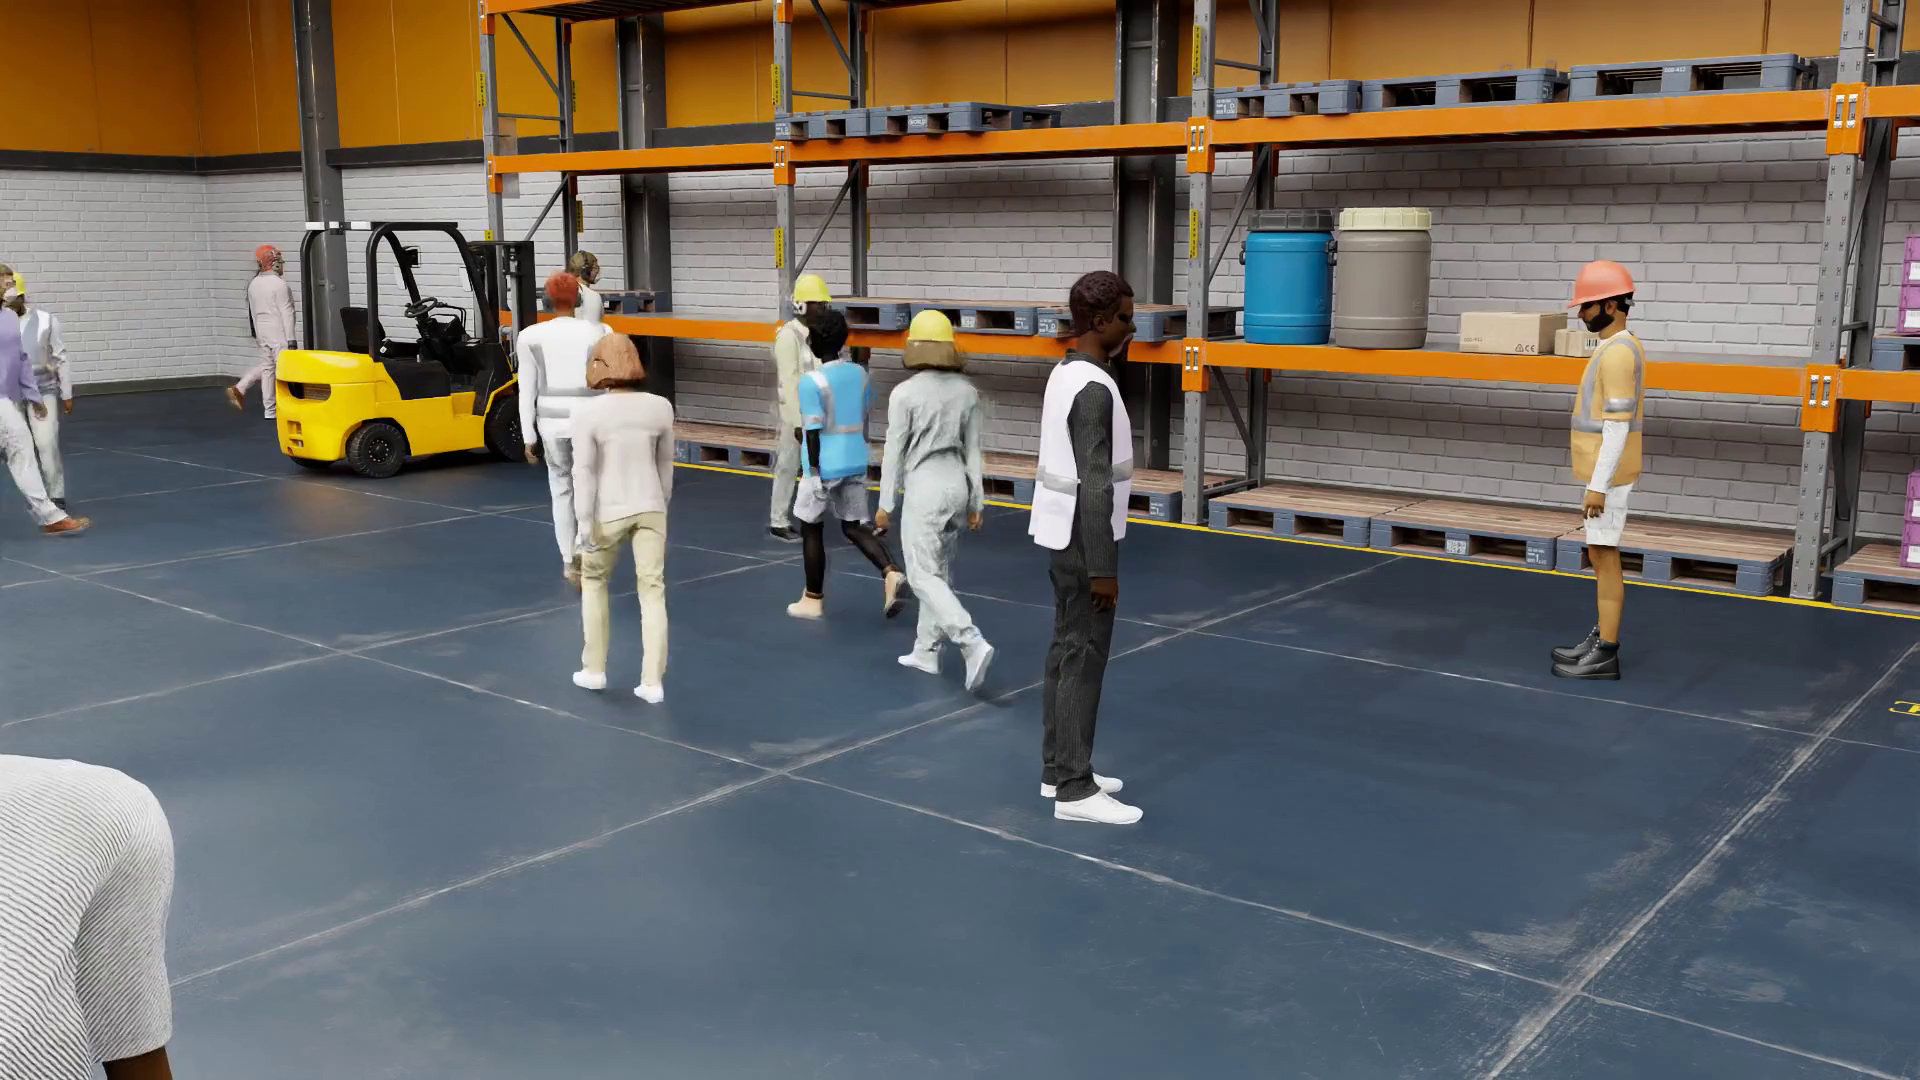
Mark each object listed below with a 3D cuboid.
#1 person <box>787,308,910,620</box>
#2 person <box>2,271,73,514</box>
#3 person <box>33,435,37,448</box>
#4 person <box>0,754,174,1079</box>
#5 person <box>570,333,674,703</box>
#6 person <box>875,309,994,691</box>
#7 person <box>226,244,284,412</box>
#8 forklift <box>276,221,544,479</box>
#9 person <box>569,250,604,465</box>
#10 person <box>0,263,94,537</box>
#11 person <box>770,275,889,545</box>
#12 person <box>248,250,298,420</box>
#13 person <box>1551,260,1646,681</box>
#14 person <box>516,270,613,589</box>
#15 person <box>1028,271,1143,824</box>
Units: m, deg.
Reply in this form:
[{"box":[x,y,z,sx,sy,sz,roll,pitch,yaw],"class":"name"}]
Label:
[{"box":[-0.603,-0.382,8.750,0.674,1.675,0.536,8,13,39],"class":"person"},{"box":[-6.867,-1.066,12.190,0.612,1.802,0.634,-4,11,-23],"class":"person"},{"box":[-9.004,-1.671,15.343,0.622,1.880,1.034,0,10,2],"class":"person"},{"box":[-0.943,0.827,1.510,0.526,1.876,0.324,-5,11,-27],"class":"person"},{"box":[-1.504,-0.104,7.372,0.499,1.612,0.675,-6,12,-31],"class":"person"},{"box":[-0.065,-0.182,7.542,0.489,1.714,0.737,-9,14,-42],"class":"person"},{"box":[-7.990,-2.388,19.050,0.780,1.972,0.645,-4,11,-22],"class":"person"},{"box":[-4.922,-1.741,14.854,1.214,2.155,2.313,8,13,38],"class":"forklift"},{"box":[-3.081,-1.391,13.623,0.376,1.940,0.629,-8,13,-38],"class":"person"},{"box":[-6.504,-0.939,11.284,0.987,1.893,0.645,-2,10,-10],"class":"person"},{"box":[-0.921,-0.833,10.946,0.923,1.782,0.612,6,12,29],"class":"person"},{"box":[-7.653,-2.287,18.672,0.639,1.911,0.406,7,12,33],"class":"person"},{"box":[2.947,-0.314,7.680,0.372,1.930,0.543,4,11,22],"class":"person"},{"box":[-2.276,-0.644,9.722,0.579,1.857,0.869,-1,10,-7],"class":"person"},{"box":[0.435,0.025,5.836,0.376,1.915,0.600,-1,10,-5],"class":"person"}]
